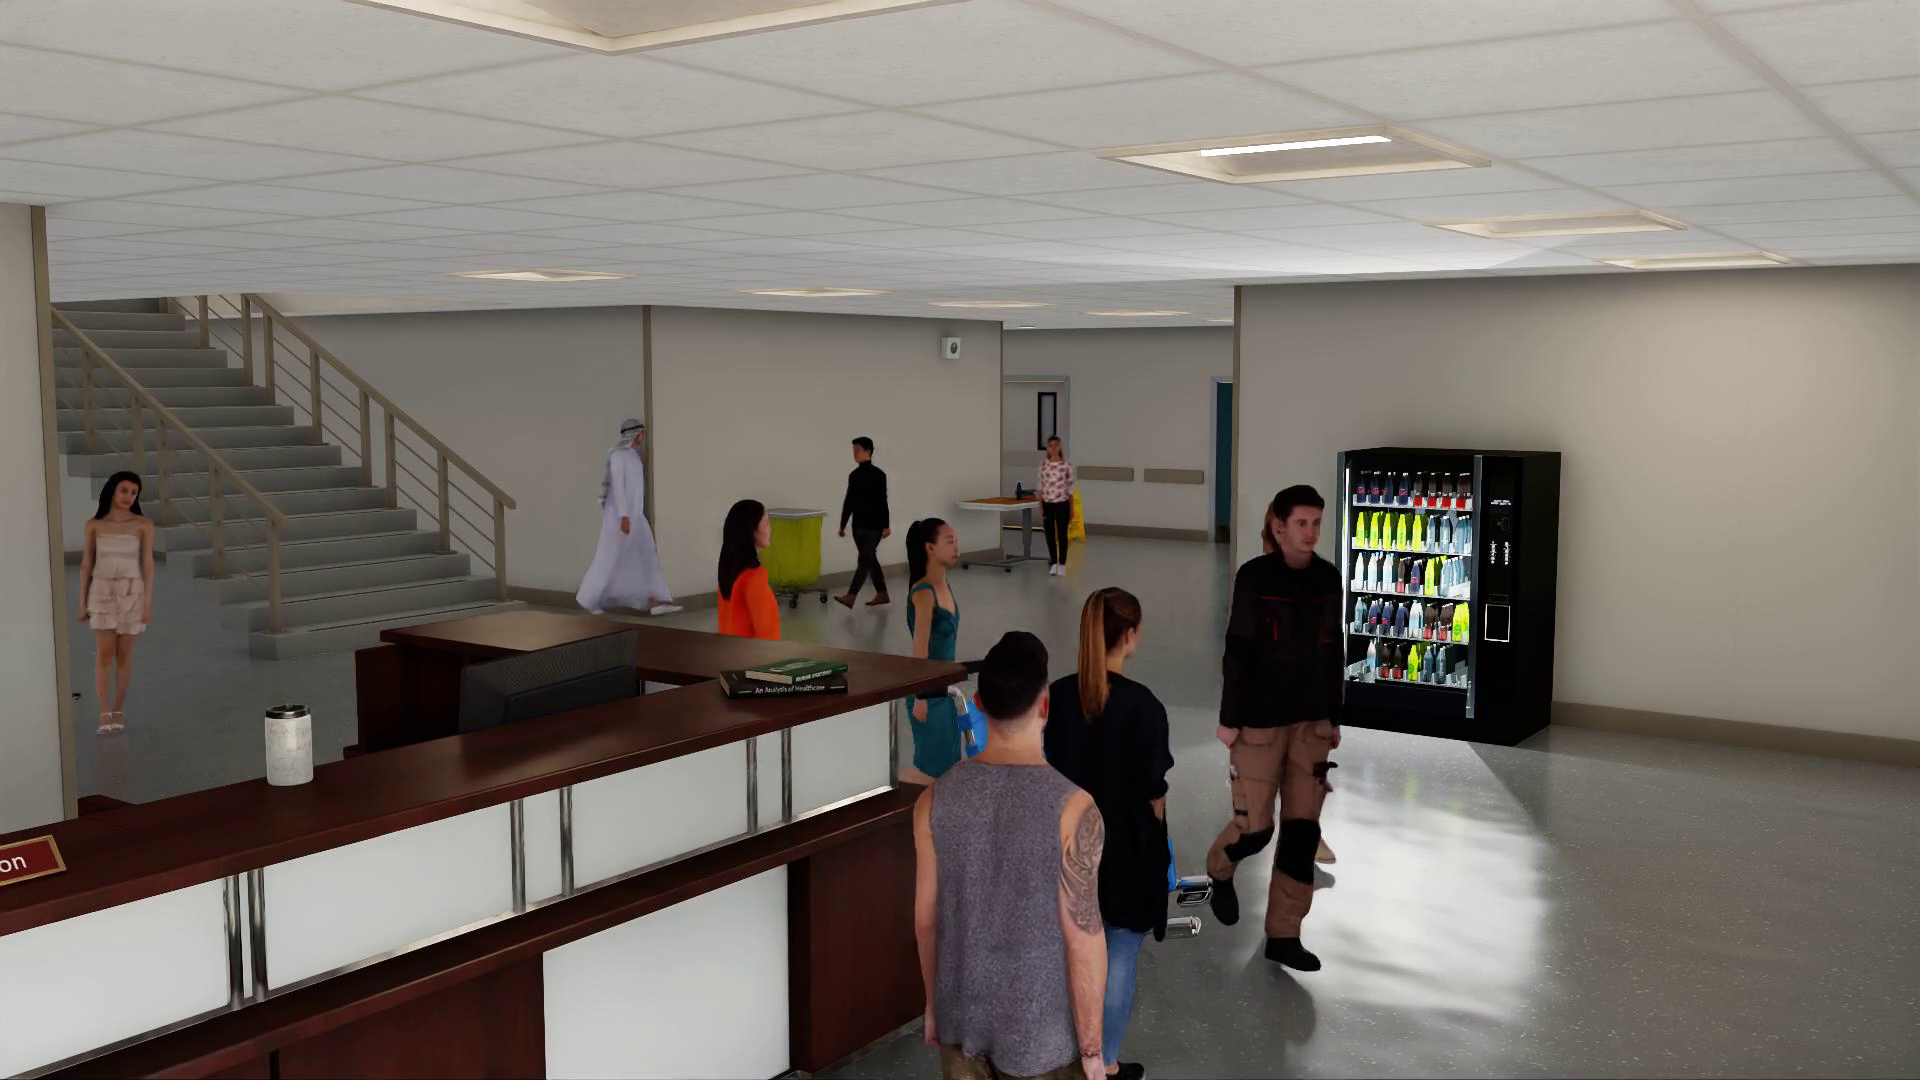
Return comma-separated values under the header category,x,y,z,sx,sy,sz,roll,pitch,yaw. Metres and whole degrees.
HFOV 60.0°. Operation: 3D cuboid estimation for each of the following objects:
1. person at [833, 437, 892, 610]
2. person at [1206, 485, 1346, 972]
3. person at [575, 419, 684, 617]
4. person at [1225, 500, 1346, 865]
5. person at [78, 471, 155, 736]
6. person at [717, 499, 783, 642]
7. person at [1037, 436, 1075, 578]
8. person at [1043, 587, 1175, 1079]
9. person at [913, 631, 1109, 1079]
category,x,y,z,sx,sy,sz,roll,pitch,yaw
person,-0.864,-0.155,16.528,0.881,1.694,1.021,-5,8,-42
person,1.248,0.734,6.663,1.021,1.901,1.125,-2,6,-15
person,-3.279,-0.170,15.831,1.373,1.864,0.926,2,6,22
person,1.552,0.671,7.989,0.890,1.761,1.039,-4,7,-37
person,-5.453,0.419,10.742,0.741,1.710,0.780,-1,6,-8
person,-1.129,0.695,8.021,1.086,1.705,1.090,-2,6,-17
person,1.112,-0.386,19.236,0.762,1.612,0.752,2,6,15
person,0.405,0.996,5.207,0.777,1.671,0.726,4,7,38
person,0.085,1.144,3.837,0.822,1.828,0.847,2,6,19
